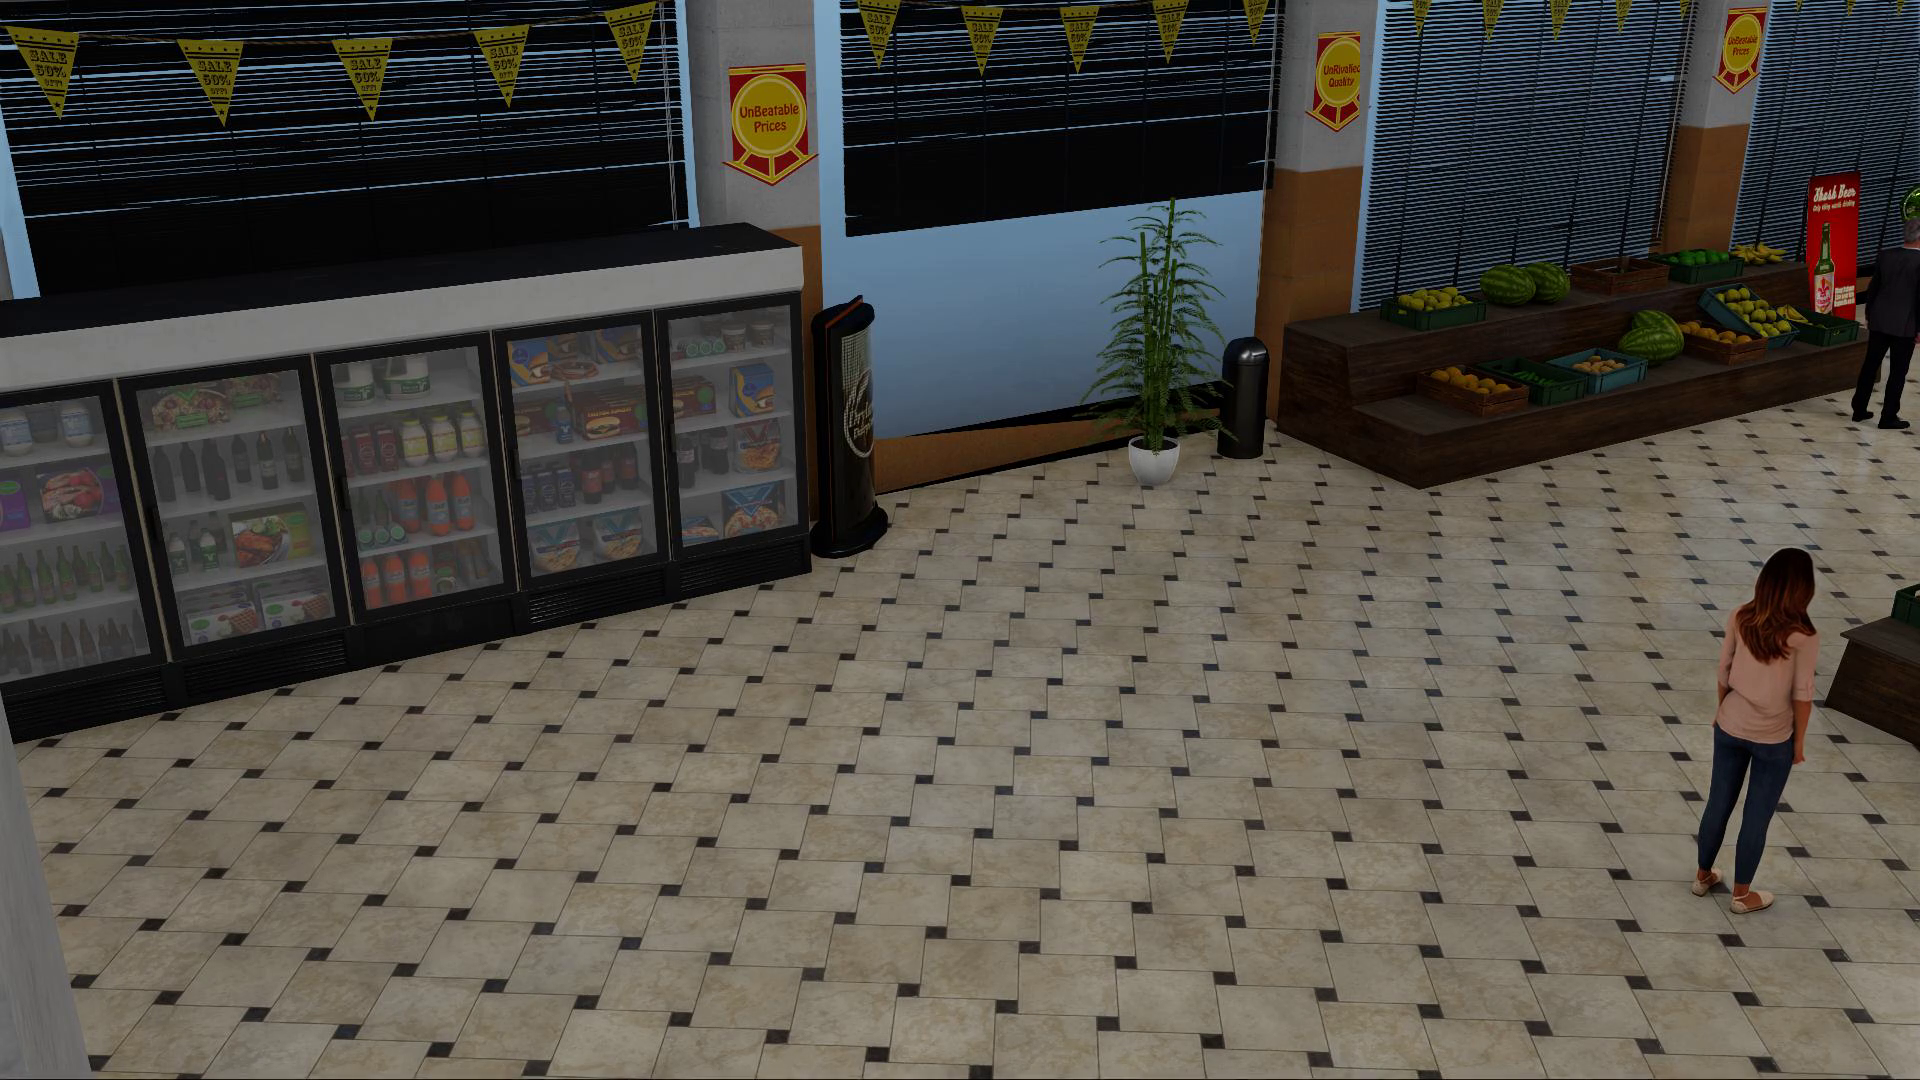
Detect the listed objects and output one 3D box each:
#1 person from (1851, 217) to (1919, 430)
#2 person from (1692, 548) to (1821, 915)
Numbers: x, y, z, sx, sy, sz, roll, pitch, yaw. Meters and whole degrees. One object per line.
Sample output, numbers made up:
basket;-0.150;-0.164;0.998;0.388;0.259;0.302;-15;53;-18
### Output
person;8.127;-1.897;14.440;0.575;1.840;0.726;-11;24;-26
person;3.638;0.873;7.610;0.551;1.792;0.609;-16;27;-34
